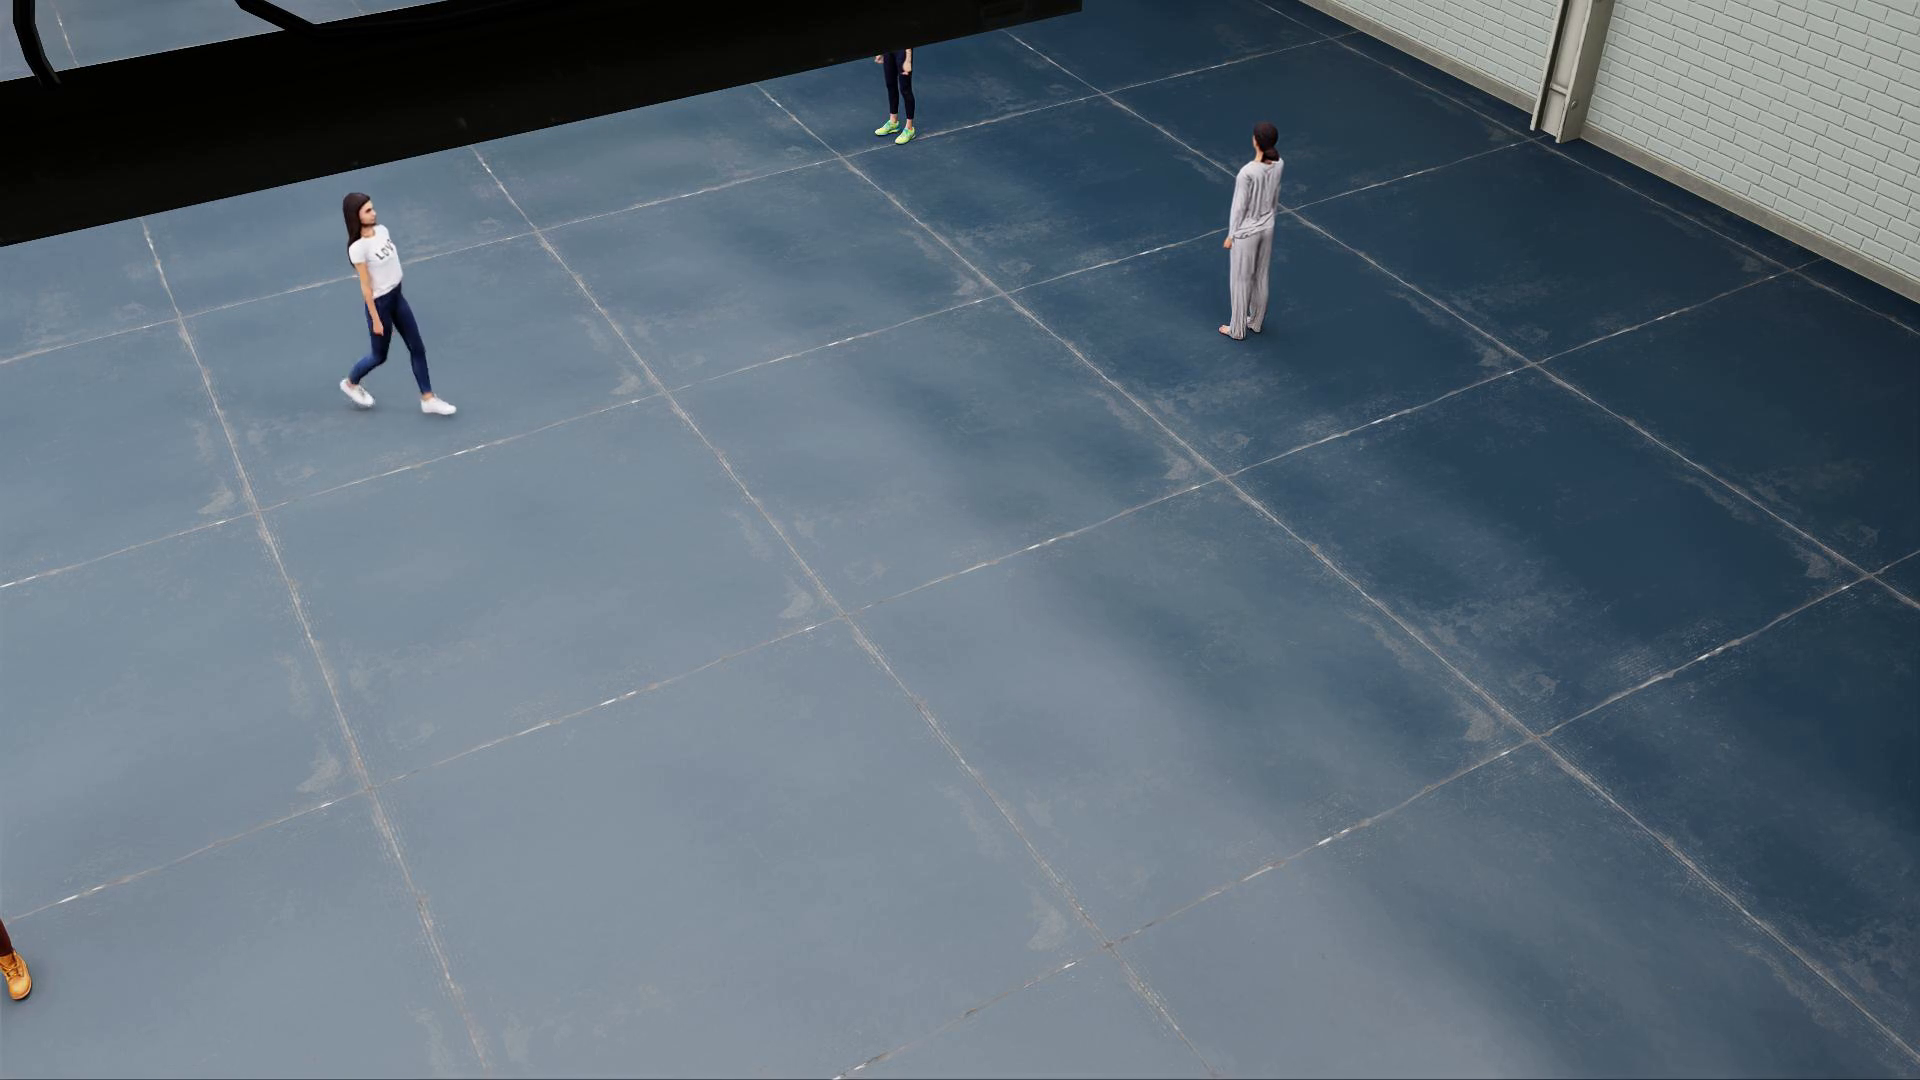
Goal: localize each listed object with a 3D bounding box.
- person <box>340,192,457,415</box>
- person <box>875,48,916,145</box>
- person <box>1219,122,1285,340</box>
[{"bbox_3d":[-4.189,-1.646,11.871,1.112,1.745,1.083,8,39,10],"label":"person"},{"bbox_3d":[-0.592,-4.611,15.696,0.555,1.702,0.720,31,48,34],"label":"person"},{"bbox_3d":[2.256,-2.367,12.770,0.601,1.774,0.532,-22,43,-25],"label":"person"}]
